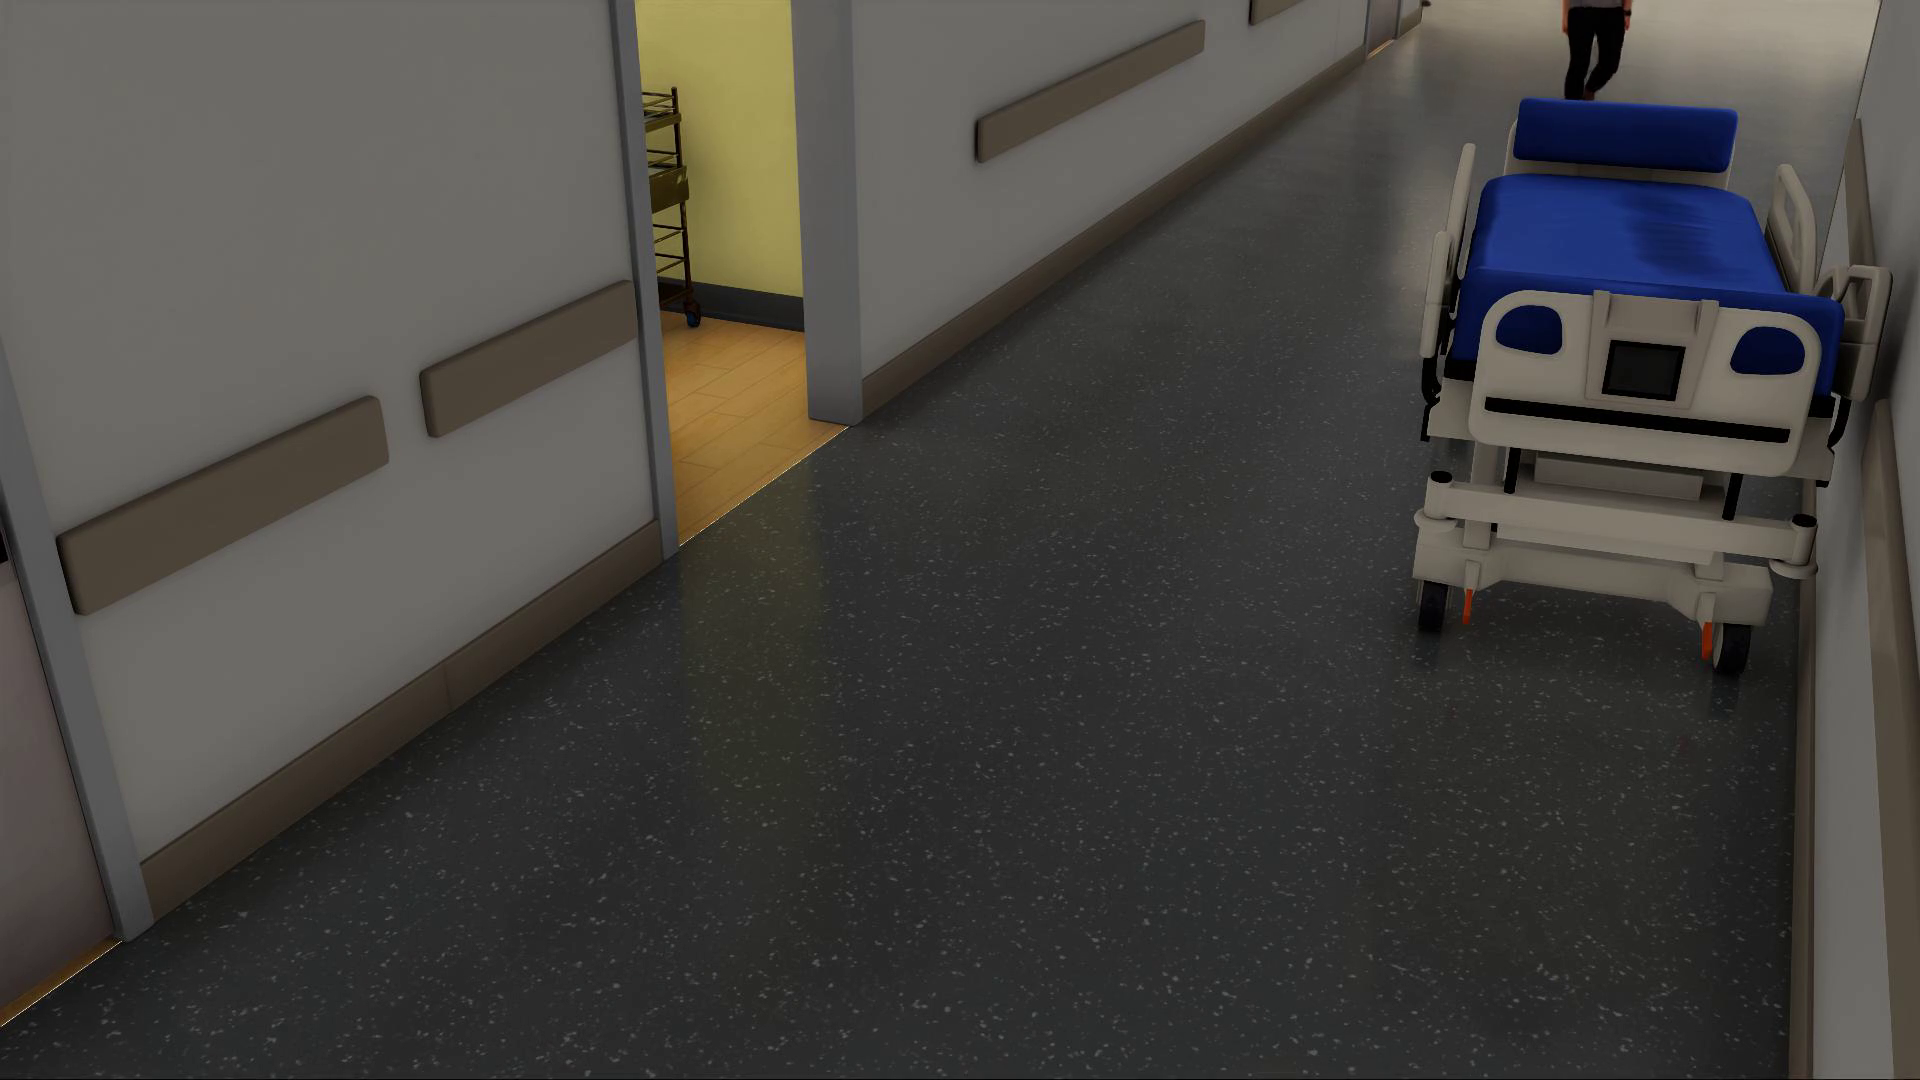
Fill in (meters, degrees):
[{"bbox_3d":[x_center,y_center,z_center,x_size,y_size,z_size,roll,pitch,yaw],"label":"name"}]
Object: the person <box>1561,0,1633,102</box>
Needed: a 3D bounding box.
[{"bbox_3d":[4.275,-3.570,11.176,0.803,1.704,0.766,6,26,12],"label":"person"}]
